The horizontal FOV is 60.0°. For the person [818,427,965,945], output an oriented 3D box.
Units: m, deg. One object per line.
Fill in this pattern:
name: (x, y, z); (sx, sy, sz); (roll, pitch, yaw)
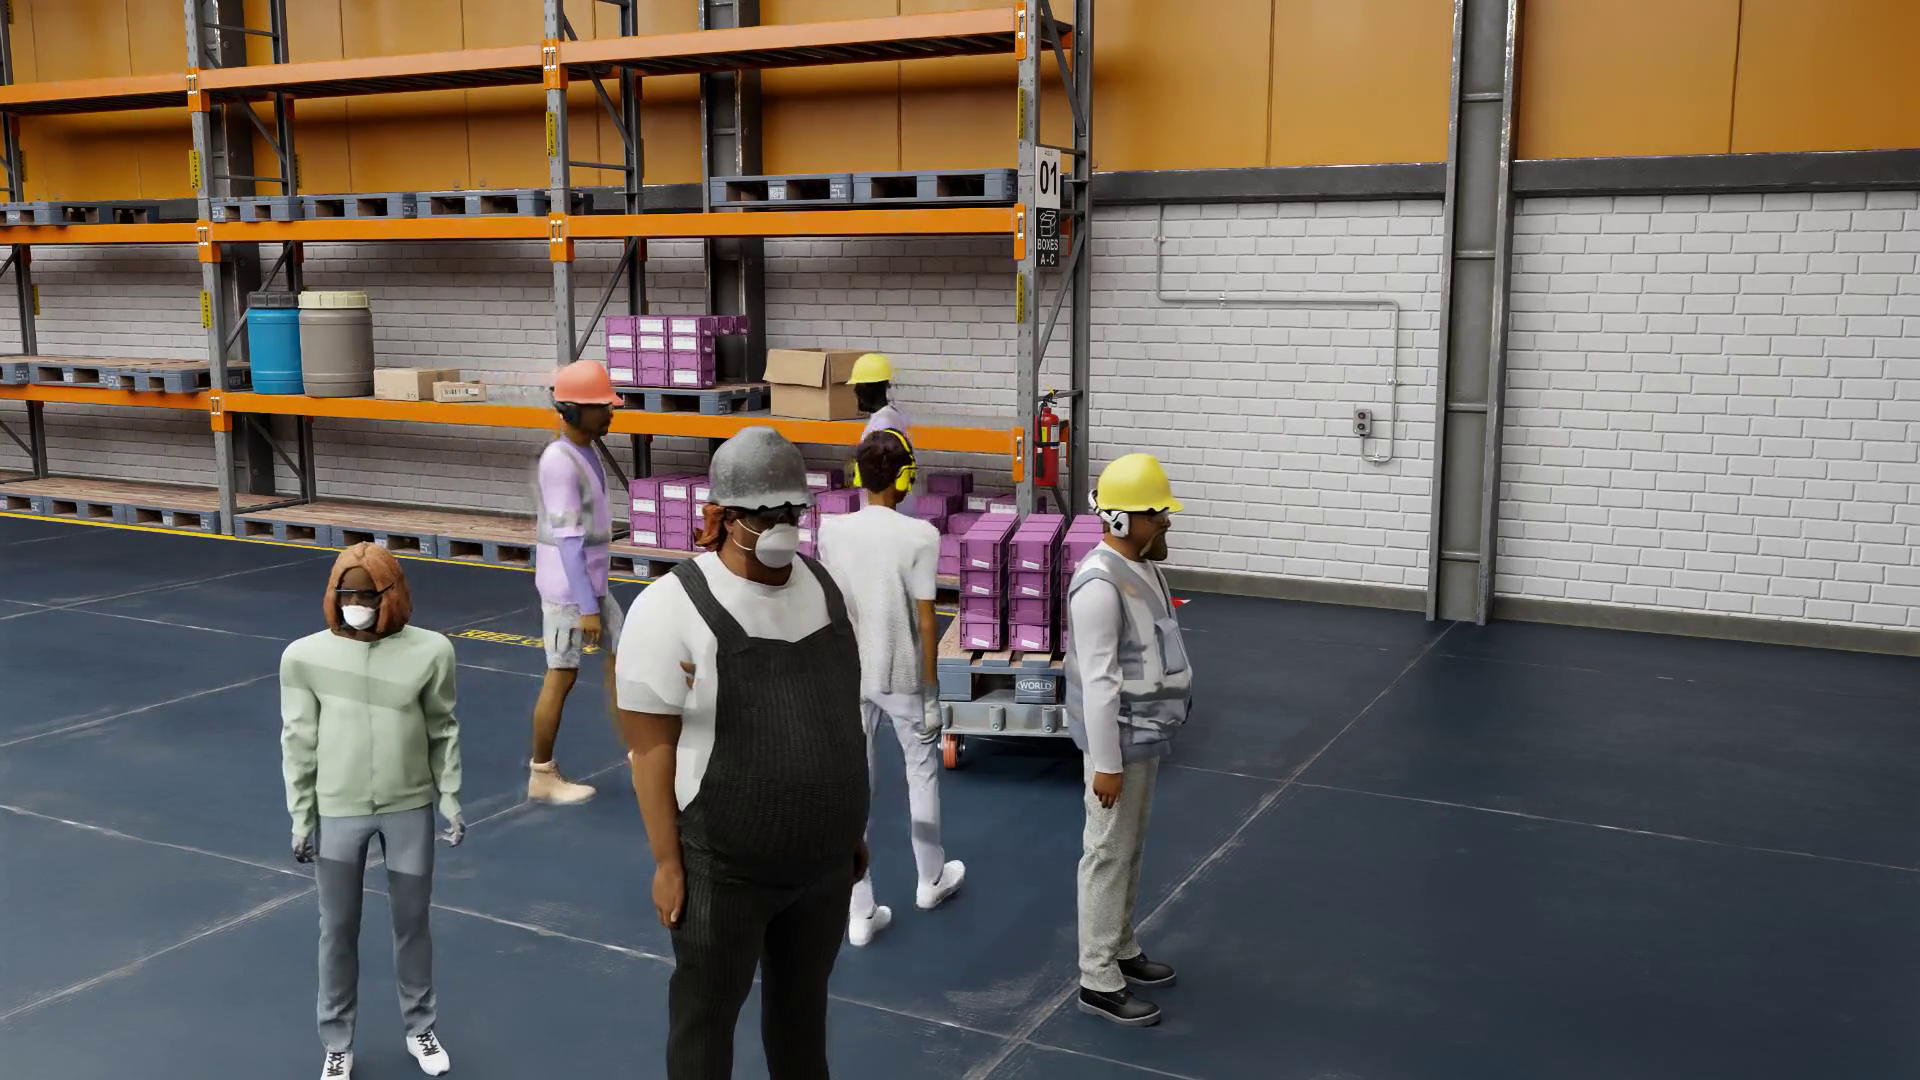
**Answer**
person: (-0.243, 0.504, 6.137); (0.538, 1.840, 0.775); (4, 10, 21)

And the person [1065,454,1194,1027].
person: (0.549, 0.629, 5.406); (0.404, 1.830, 0.602); (3, 10, 18)

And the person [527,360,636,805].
person: (-1.569, 0.210, 7.447); (0.884, 2.007, 0.628); (0, 9, 3)

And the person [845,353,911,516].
person: (-0.505, -0.179, 10.163); (0.409, 1.912, 0.585); (0, 9, -1)

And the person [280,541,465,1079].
person: (-1.722, 0.809, 4.912); (0.498, 1.633, 0.284); (-4, 10, -25)
